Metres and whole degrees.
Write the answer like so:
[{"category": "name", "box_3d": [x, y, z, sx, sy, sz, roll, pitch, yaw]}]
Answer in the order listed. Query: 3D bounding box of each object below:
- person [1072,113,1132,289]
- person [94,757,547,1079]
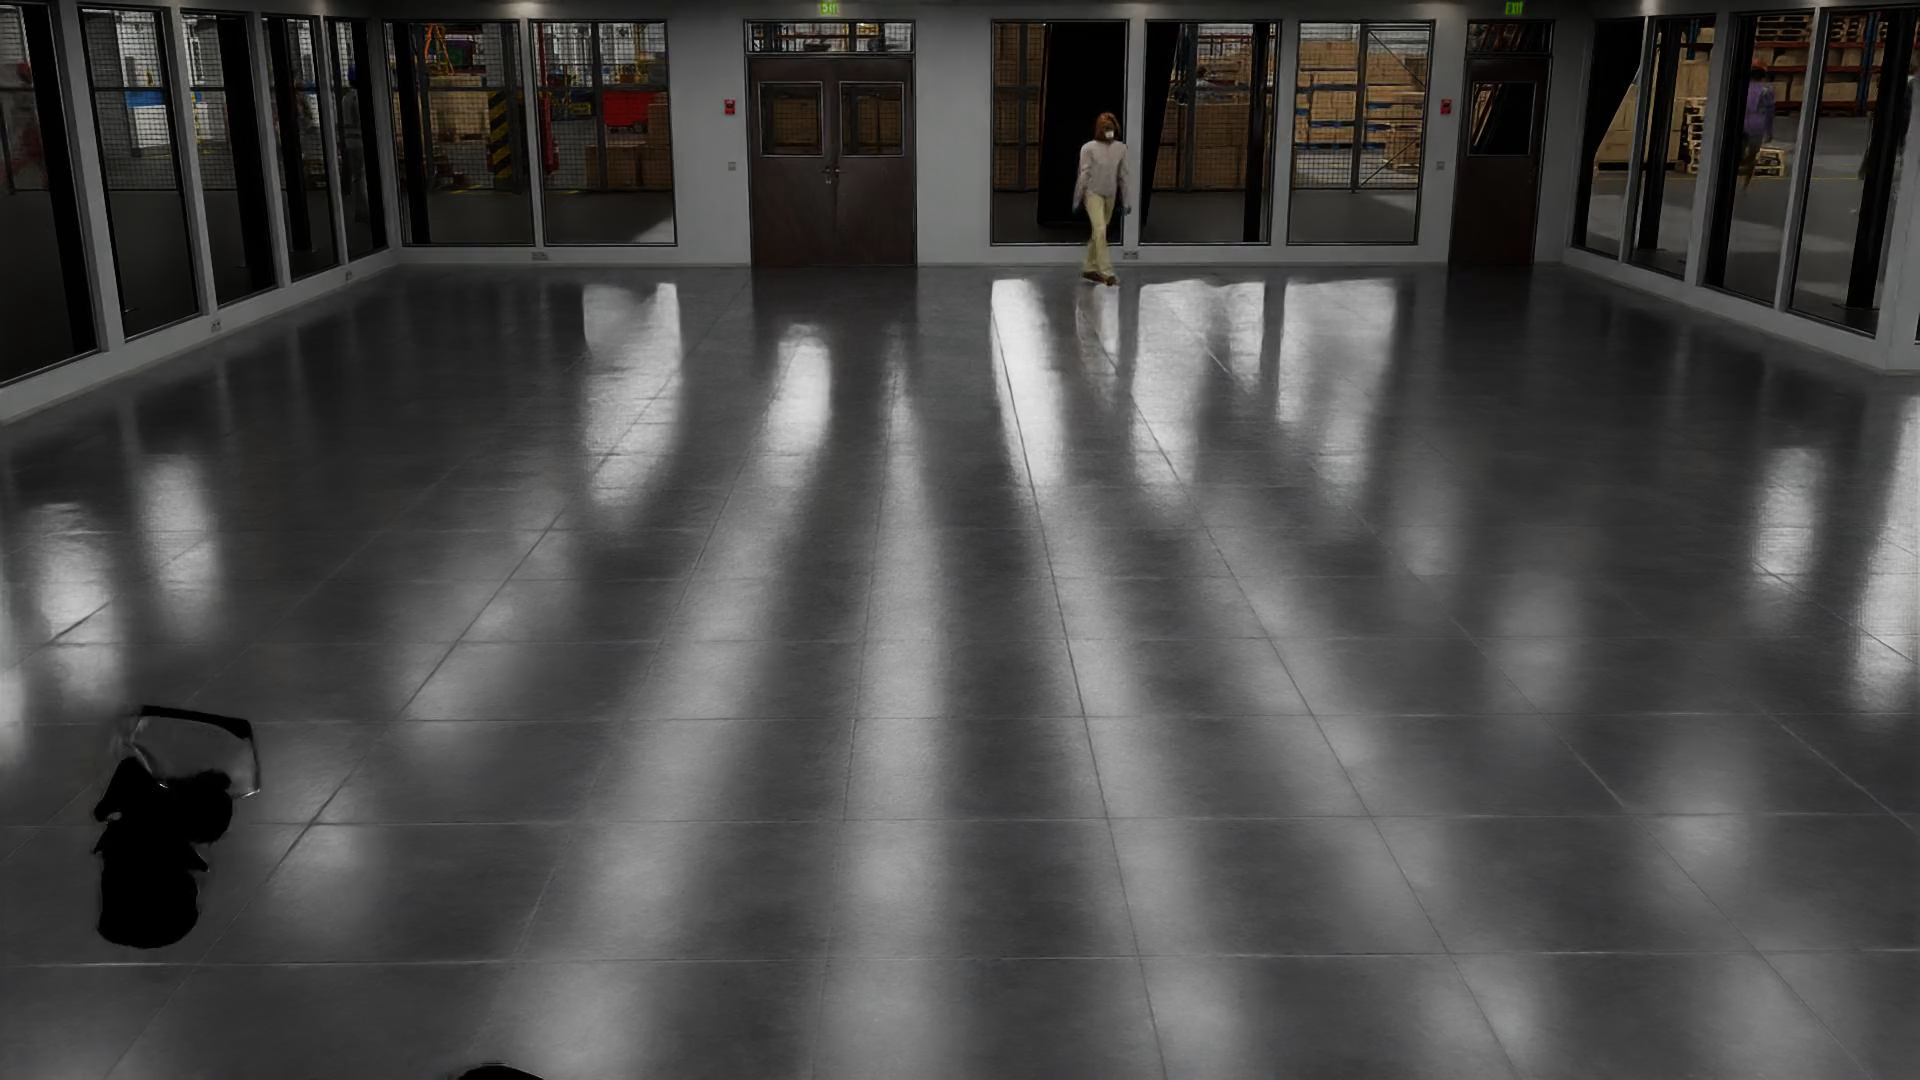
[{"category": "person", "box_3d": [1.332, -3.110, 15.250, 0.574, 1.565, 0.863, -9, 19, -28]}, {"category": "person", "box_3d": [-0.463, 0.906, 1.093, 0.521, 1.870, 0.319, -7, 18, -24]}]
